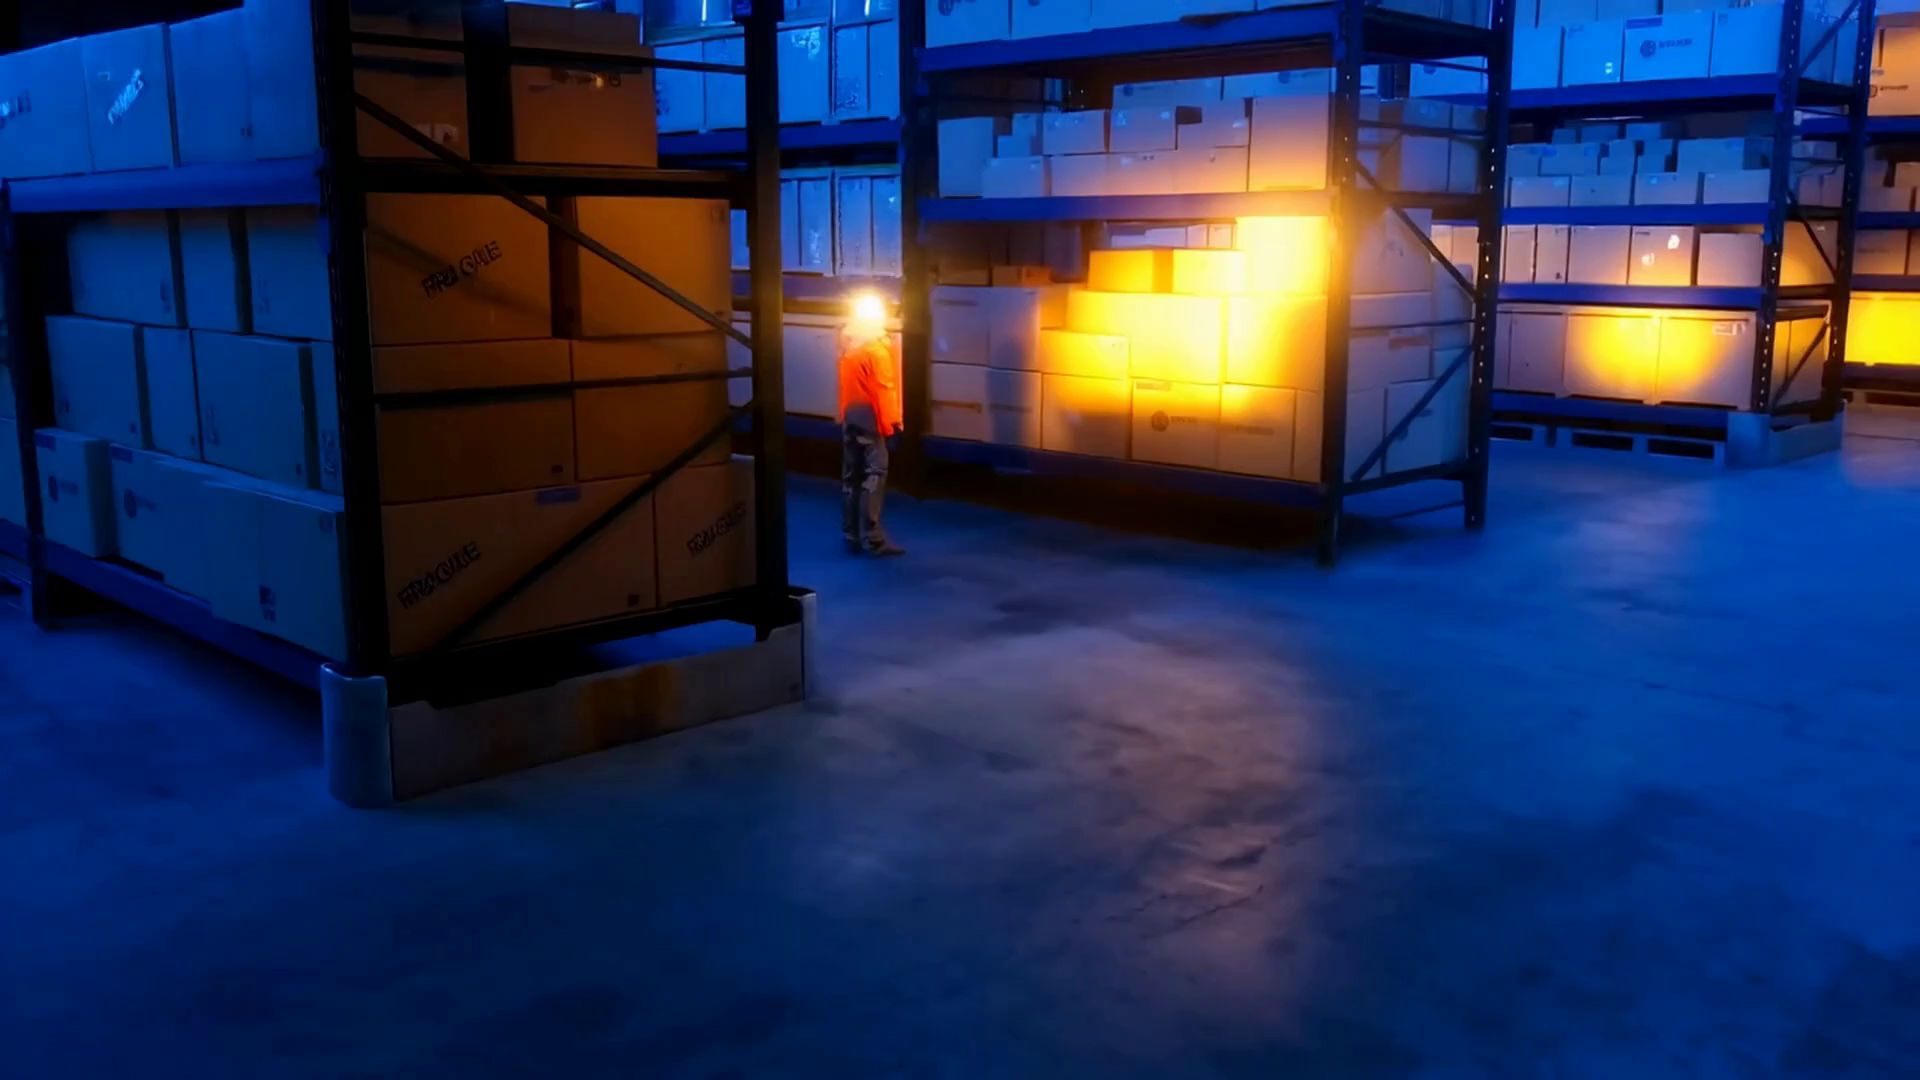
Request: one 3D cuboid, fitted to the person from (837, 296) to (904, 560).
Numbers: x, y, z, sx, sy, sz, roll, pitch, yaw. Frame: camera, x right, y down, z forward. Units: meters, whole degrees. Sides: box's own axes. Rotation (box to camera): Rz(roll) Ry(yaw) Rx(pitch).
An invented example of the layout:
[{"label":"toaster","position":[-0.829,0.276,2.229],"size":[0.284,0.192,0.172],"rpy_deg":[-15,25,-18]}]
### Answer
[{"label":"person","position":[-0.603,-0.740,11.008],"size":[0.305,1.738,0.484],"rpy_deg":[-10,14,-43]}]
